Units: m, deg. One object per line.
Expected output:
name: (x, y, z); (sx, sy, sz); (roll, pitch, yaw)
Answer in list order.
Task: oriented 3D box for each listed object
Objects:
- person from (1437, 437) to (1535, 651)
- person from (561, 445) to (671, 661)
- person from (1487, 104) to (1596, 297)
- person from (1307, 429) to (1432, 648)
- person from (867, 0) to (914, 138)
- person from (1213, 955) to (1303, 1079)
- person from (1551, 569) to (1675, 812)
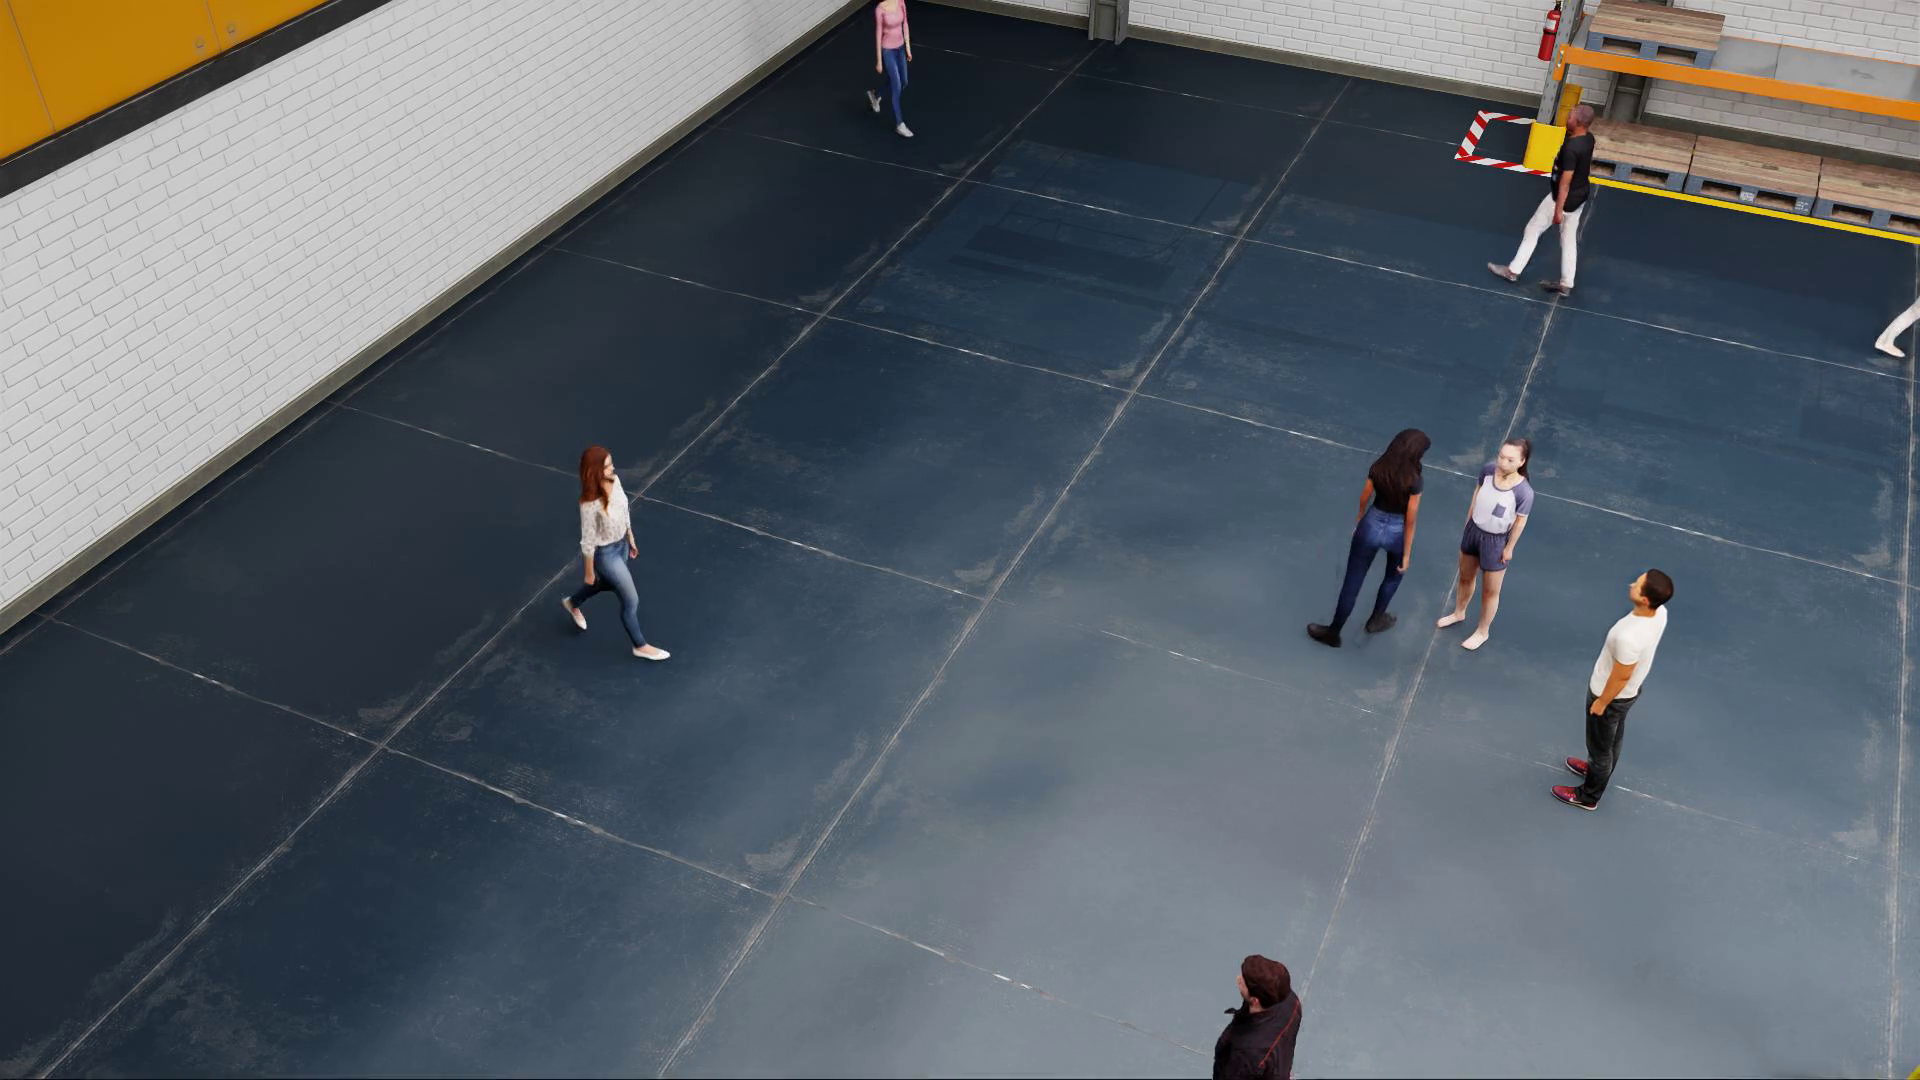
person: (3.576, 0.004, 11.230); (0.745, 1.647, 0.653); (-20, 43, -24)
person: (-2.419, 0.063, 11.114); (1.114, 1.701, 0.673); (11, 40, 13)
person: (5.496, -2.989, 14.879); (1.109, 1.771, 0.847); (28, 46, 31)
person: (2.805, 0.033, 11.146); (0.648, 1.707, 0.807); (12, 40, 14)
person: (-0.763, -5.198, 17.678); (1.022, 1.729, 0.769); (32, 48, 33)
person: (1.416, 2.652, 7.733); (1.226, 1.872, 0.780); (20, 43, 23)
person: (3.962, 0.886, 9.999); (0.598, 1.805, 0.676); (25, 45, 28)
